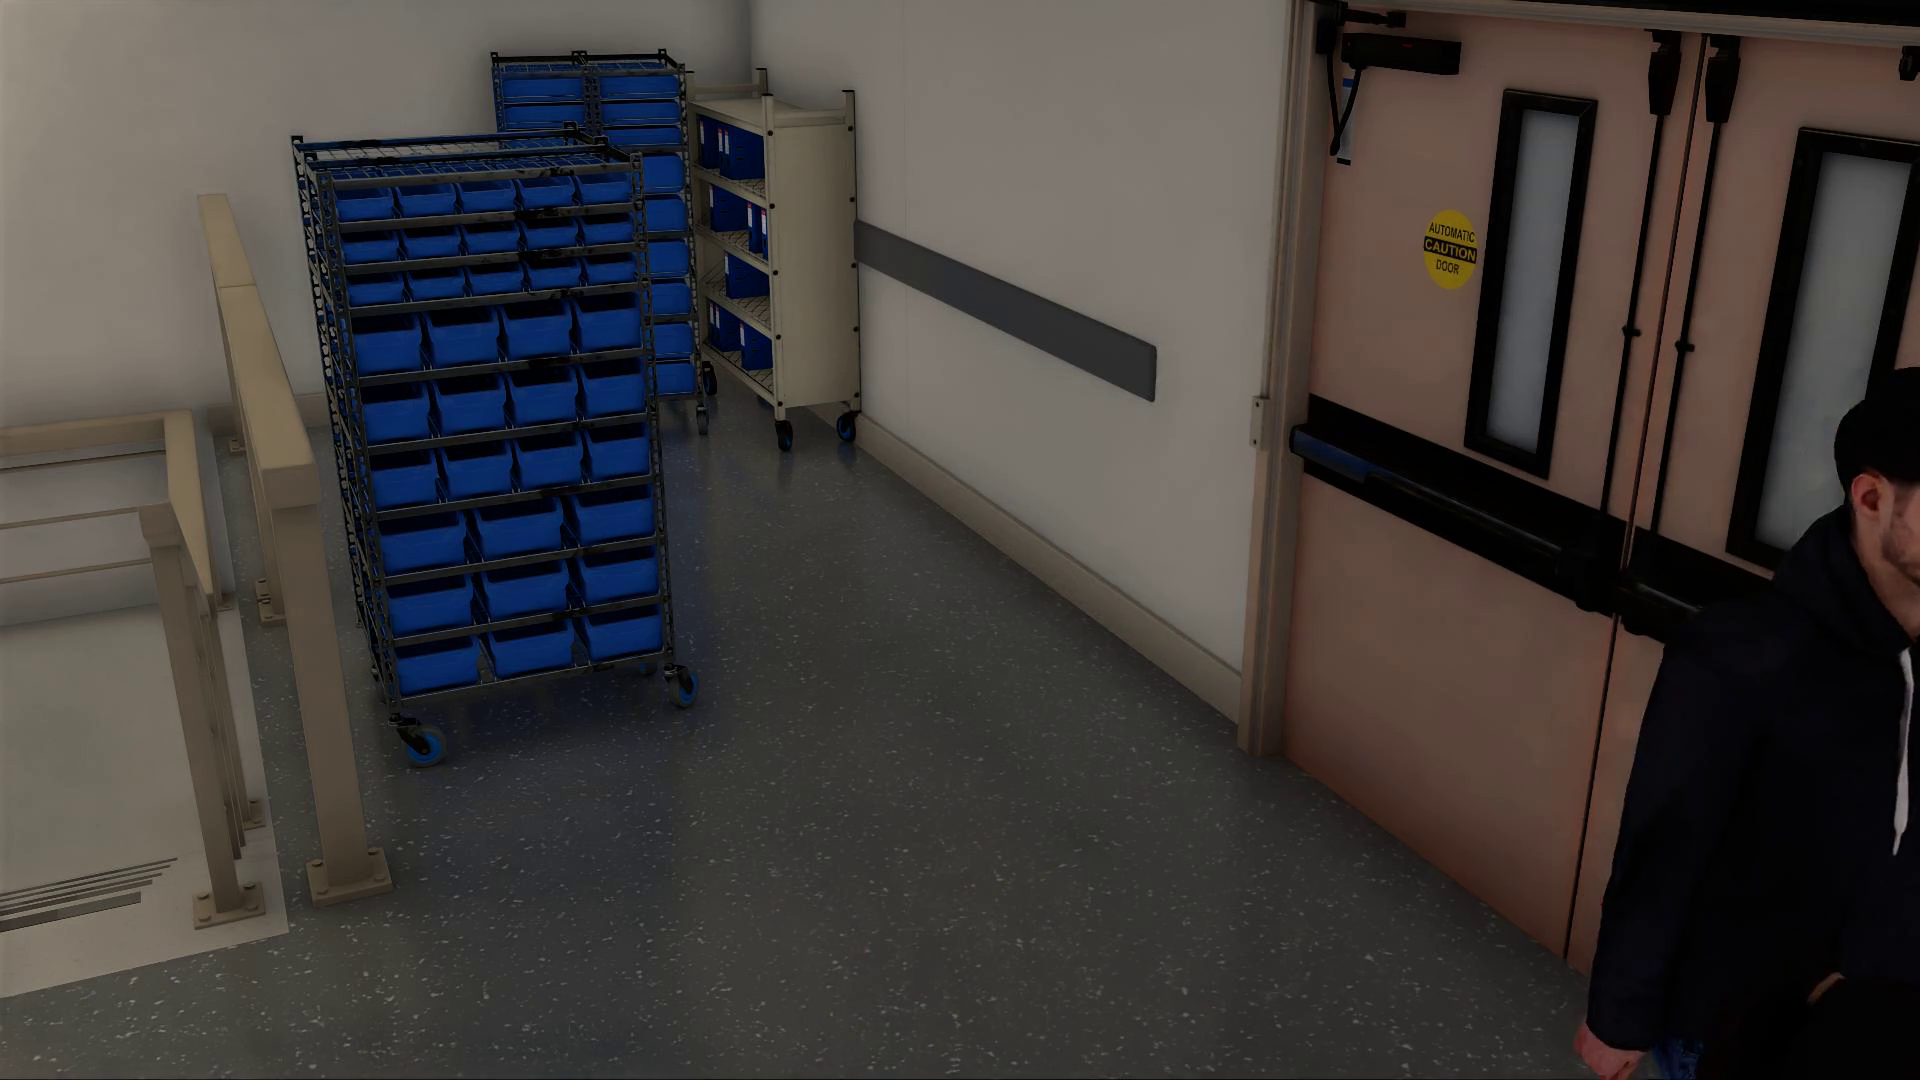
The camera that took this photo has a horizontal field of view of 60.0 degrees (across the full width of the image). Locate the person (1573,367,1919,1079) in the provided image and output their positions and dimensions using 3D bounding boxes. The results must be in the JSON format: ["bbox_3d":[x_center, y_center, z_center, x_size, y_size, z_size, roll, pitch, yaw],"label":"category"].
[{"bbox_3d":[1.094,0.626,2.423,0.697,1.867,0.803,-11,24,-27],"label":"person"}]
